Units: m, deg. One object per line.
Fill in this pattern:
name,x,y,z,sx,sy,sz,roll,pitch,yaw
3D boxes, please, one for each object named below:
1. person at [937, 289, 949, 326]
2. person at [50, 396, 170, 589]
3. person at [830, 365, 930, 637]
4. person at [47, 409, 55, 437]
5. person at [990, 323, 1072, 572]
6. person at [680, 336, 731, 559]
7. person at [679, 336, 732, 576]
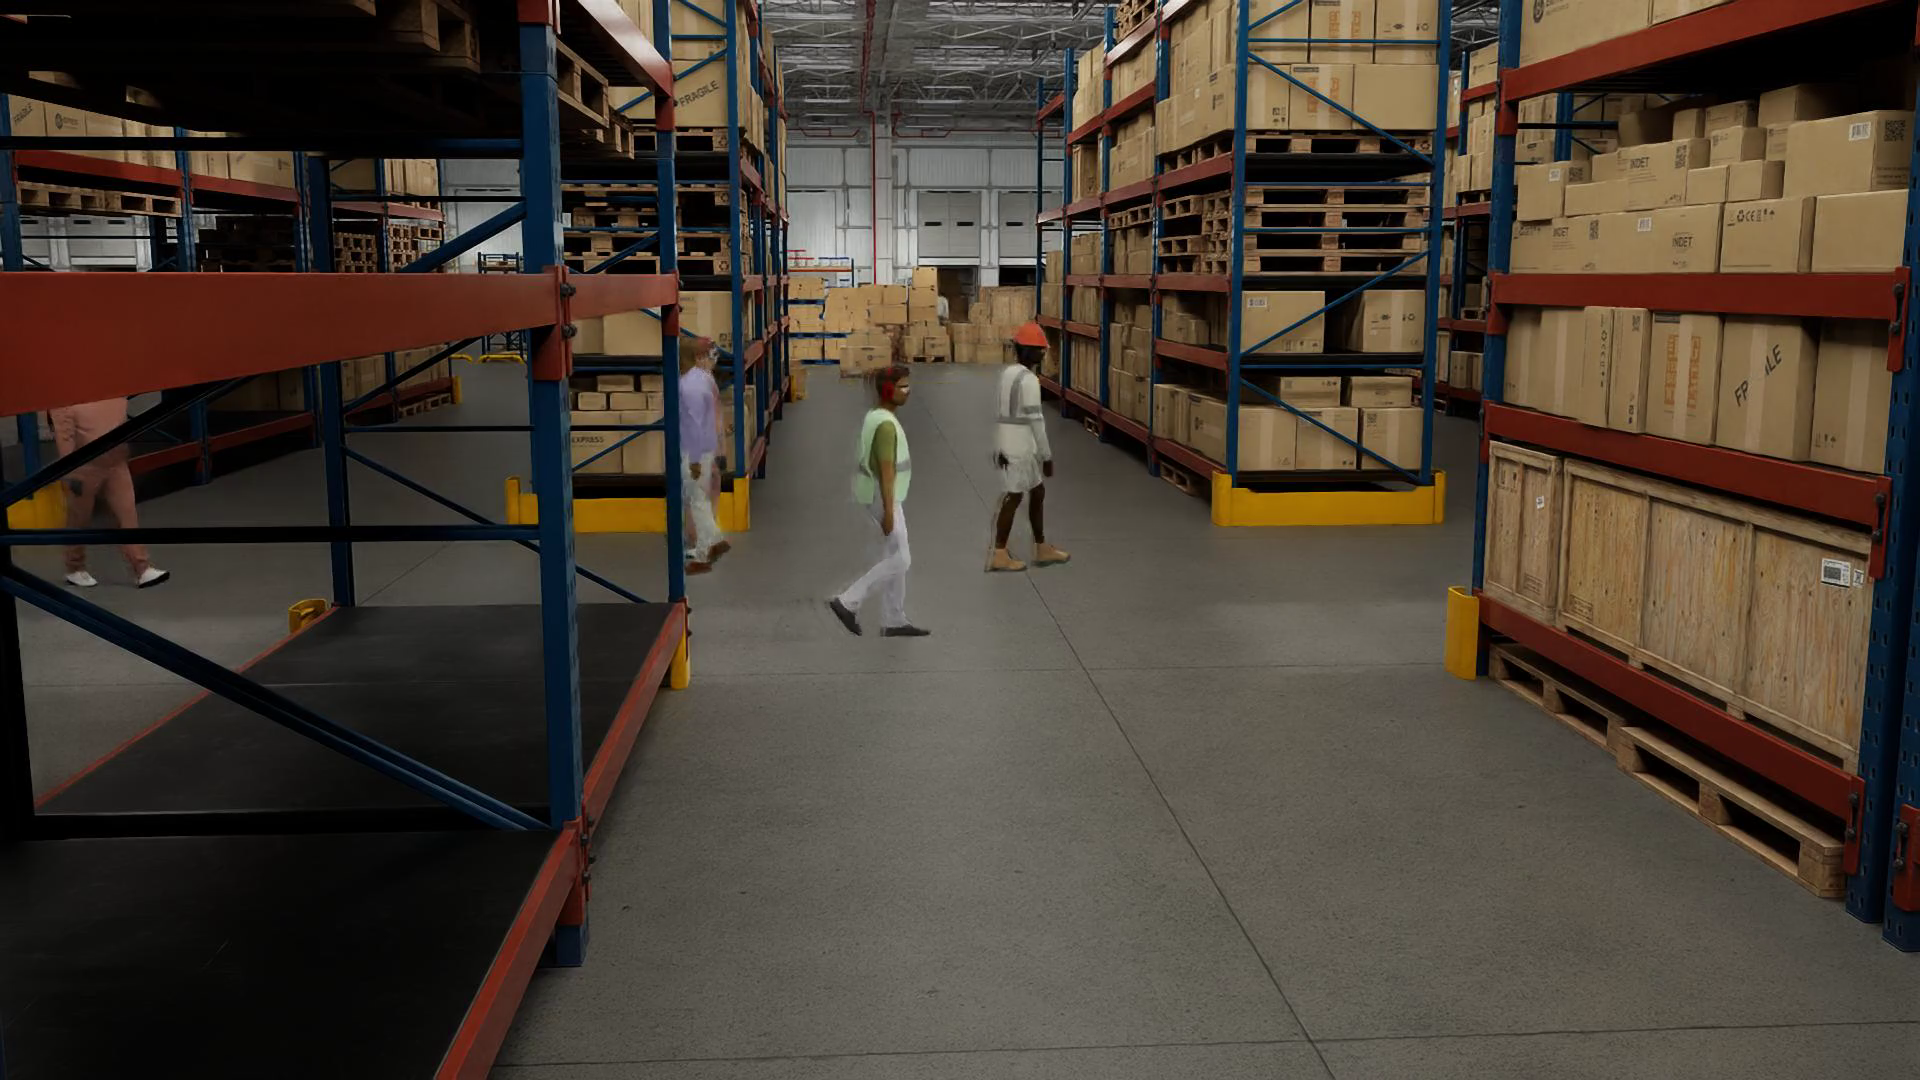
person,-0.716,-7.990,59.349,0.628,1.914,0.733,5,10,27
person,-6.540,-0.533,12.673,0.985,1.855,0.668,5,10,28
person,-0.516,-0.239,10.936,0.564,1.828,0.565,-1,9,-6
person,-13.445,-2.351,24.672,0.569,1.665,0.385,5,11,31
person,0.624,-0.736,13.453,0.878,2.009,0.647,-2,9,-14
person,-2.142,-0.793,14.225,0.551,1.883,0.749,-3,10,-21
person,-2.126,-0.692,13.502,0.430,1.917,0.737,-2,9,-12
